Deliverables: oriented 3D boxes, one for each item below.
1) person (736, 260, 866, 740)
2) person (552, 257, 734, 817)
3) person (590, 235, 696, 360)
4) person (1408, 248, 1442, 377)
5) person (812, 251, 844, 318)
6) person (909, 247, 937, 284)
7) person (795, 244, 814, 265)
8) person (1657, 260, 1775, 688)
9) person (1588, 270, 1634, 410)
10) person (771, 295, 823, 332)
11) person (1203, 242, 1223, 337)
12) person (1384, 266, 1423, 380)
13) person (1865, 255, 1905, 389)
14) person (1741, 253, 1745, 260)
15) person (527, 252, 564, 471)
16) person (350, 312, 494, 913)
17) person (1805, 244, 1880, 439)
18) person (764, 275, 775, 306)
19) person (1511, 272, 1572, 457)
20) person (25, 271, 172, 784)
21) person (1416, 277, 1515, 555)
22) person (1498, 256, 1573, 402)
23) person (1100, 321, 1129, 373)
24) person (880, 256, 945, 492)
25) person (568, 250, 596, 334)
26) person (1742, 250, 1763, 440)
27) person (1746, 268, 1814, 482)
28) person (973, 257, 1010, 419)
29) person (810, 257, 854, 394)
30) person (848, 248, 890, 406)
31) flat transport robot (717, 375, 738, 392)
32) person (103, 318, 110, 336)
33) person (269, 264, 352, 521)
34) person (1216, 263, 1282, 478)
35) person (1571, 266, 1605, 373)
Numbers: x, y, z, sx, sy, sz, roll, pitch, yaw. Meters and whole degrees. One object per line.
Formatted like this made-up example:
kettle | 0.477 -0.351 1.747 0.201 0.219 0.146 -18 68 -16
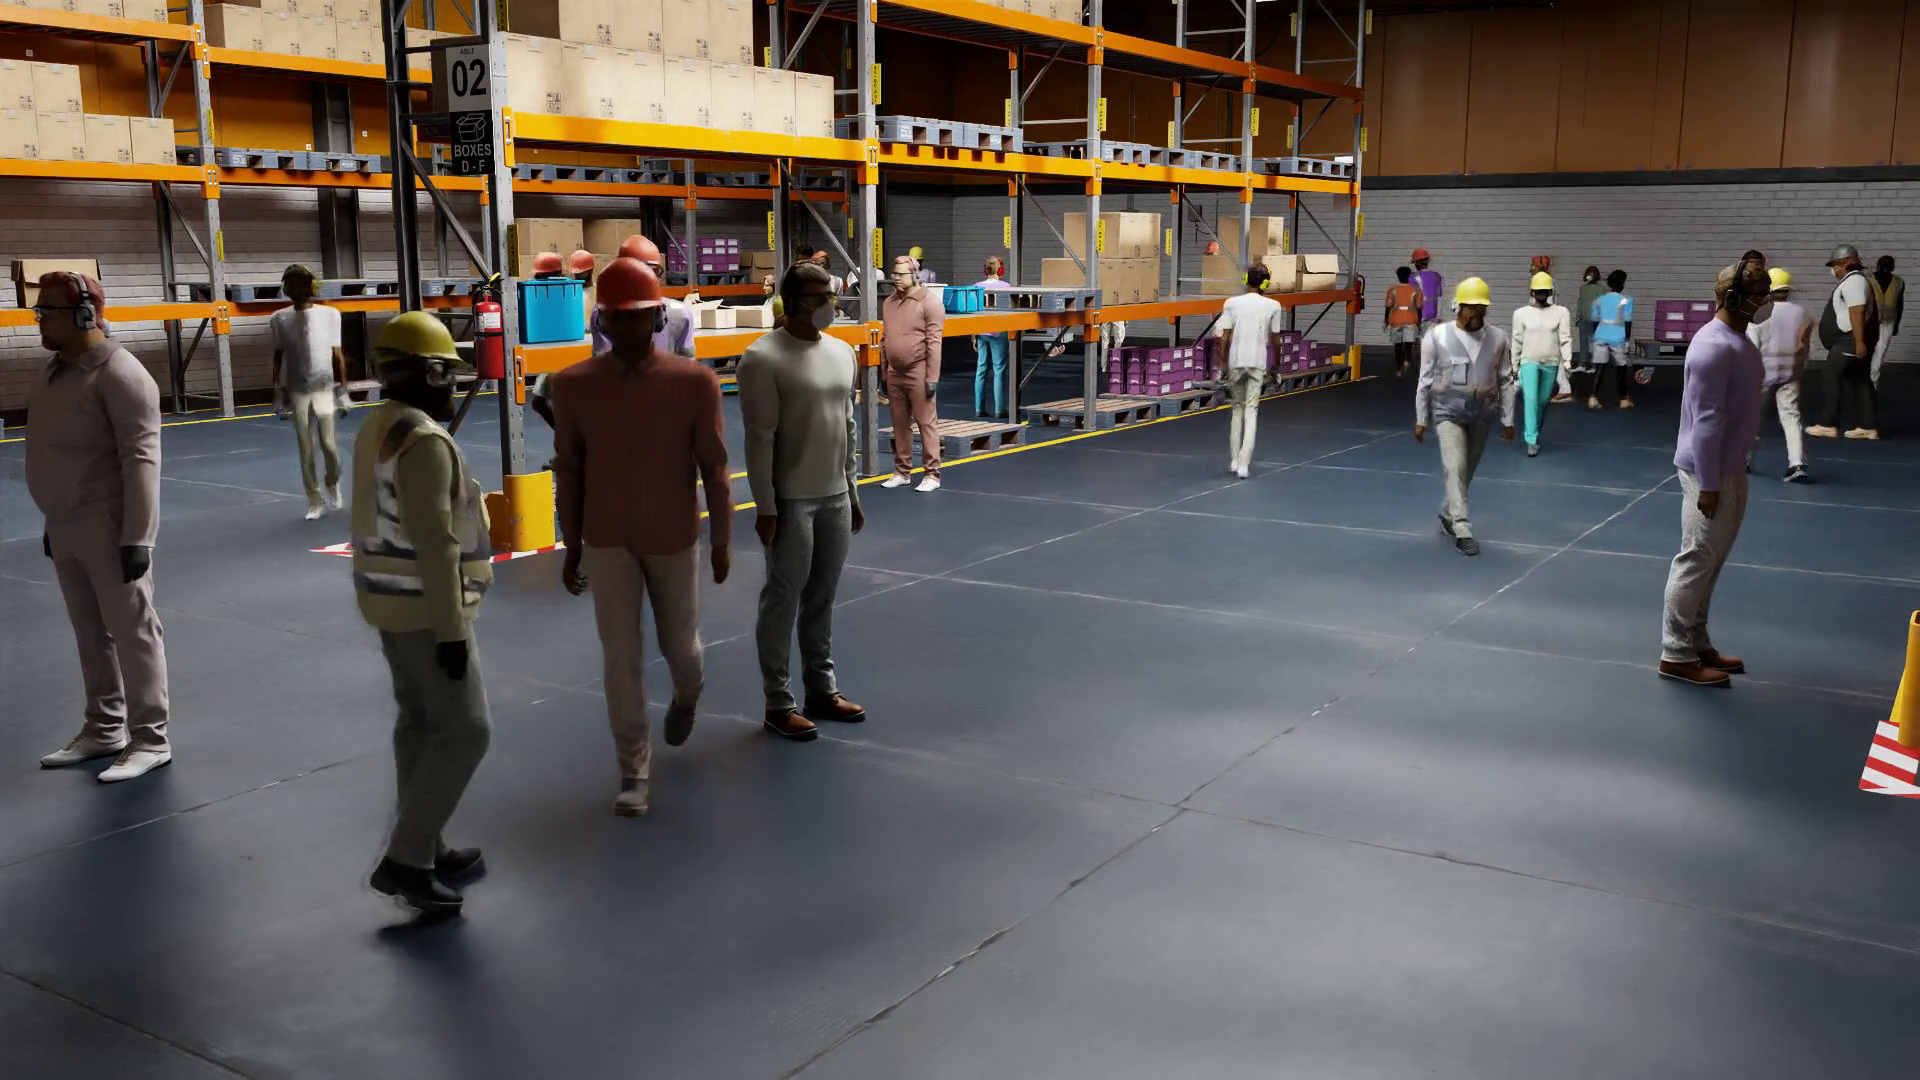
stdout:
person | -0.628 -0.168 6.846 0.372 1.940 0.632 8 13 36
person | -1.138 -0.041 6.073 0.628 1.975 0.729 -1 10 -3
person | -1.855 -0.753 9.787 0.608 2.048 0.366 -4 11 -20
person | 6.800 -3.291 24.247 0.607 1.906 0.665 -4 11 -20
person | -1.721 -2.651 20.753 0.587 1.883 0.342 -3 11 -16
person | -0.633 -3.384 24.710 0.588 1.923 0.383 1 10 4
person | -2.078 -3.010 22.517 0.363 1.965 0.610 -7 12 -34
person | 3.456 -0.298 7.593 0.361 1.932 0.627 7 13 35
person | 7.795 -2.380 19.850 0.716 1.669 0.545 -8 13 -38
person | -0.934 -0.630 10.039 0.542 1.699 0.442 0 10 -2
person | 3.989 -3.667 26.076 0.396 1.992 0.619 1 10 6
person | 6.437 -3.149 24.187 0.544 1.660 0.779 4 11 19
person | 12.518 -2.976 22.733 0.641 1.822 0.577 2 11 13
person | 8.812 -2.286 18.738 0.584 1.889 0.647 0 10 -2
person | -3.557 -1.549 14.564 0.400 1.923 0.542 -5 12 -28
person | -1.673 0.215 5.115 0.481 1.805 0.640 -7 13 -35
person | 9.117 -2.061 17.051 0.780 2.000 0.716 8 13 36
person | -2.064 -2.137 18.582 0.308 1.640 0.511 -6 12 -31
person | 5.522 -1.688 15.858 0.531 1.728 0.884 2 10 9
person | -3.267 -0.046 6.254 0.638 1.911 0.402 7 12 35
person | 3.341 -0.839 11.006 0.613 1.786 0.945 -1 10 -4
person | 7.221 -2.619 20.739 1.008 1.828 0.605 3 11 14
person | 2.334 -3.345 25.277 0.510 1.640 0.308 5 12 27
person | -0.416 -1.338 13.463 0.636 1.899 0.396 9 13 40
person | -3.606 -1.825 16.061 0.543 1.927 0.383 1 10 8
person | 7.938 -1.966 16.860 0.587 1.920 0.391 -1 10 -7
person | 6.924 -1.397 14.100 0.592 1.791 0.958 1 10 4
person | 0.361 -2.295 18.930 0.565 1.837 0.388 7 12 33
person | -1.717 -2.679 21.070 0.659 1.819 0.741 8 13 39
person | -1.096 -2.658 20.353 0.607 2.044 0.379 9 14 41
flat transport robot | -3.101 -2.054 21.916 1.431 0.197 0.652 -8 13 -38
person | -7.616 -1.407 14.555 0.500 1.634 0.286 1 10 8
person | -4.691 -1.058 12.004 0.547 1.852 0.402 -2 10 -10
person | 2.485 -1.456 14.288 0.534 1.824 0.763 3 11 16
person | 9.615 -3.367 25.416 0.280 1.633 0.507 -5 11 -25
